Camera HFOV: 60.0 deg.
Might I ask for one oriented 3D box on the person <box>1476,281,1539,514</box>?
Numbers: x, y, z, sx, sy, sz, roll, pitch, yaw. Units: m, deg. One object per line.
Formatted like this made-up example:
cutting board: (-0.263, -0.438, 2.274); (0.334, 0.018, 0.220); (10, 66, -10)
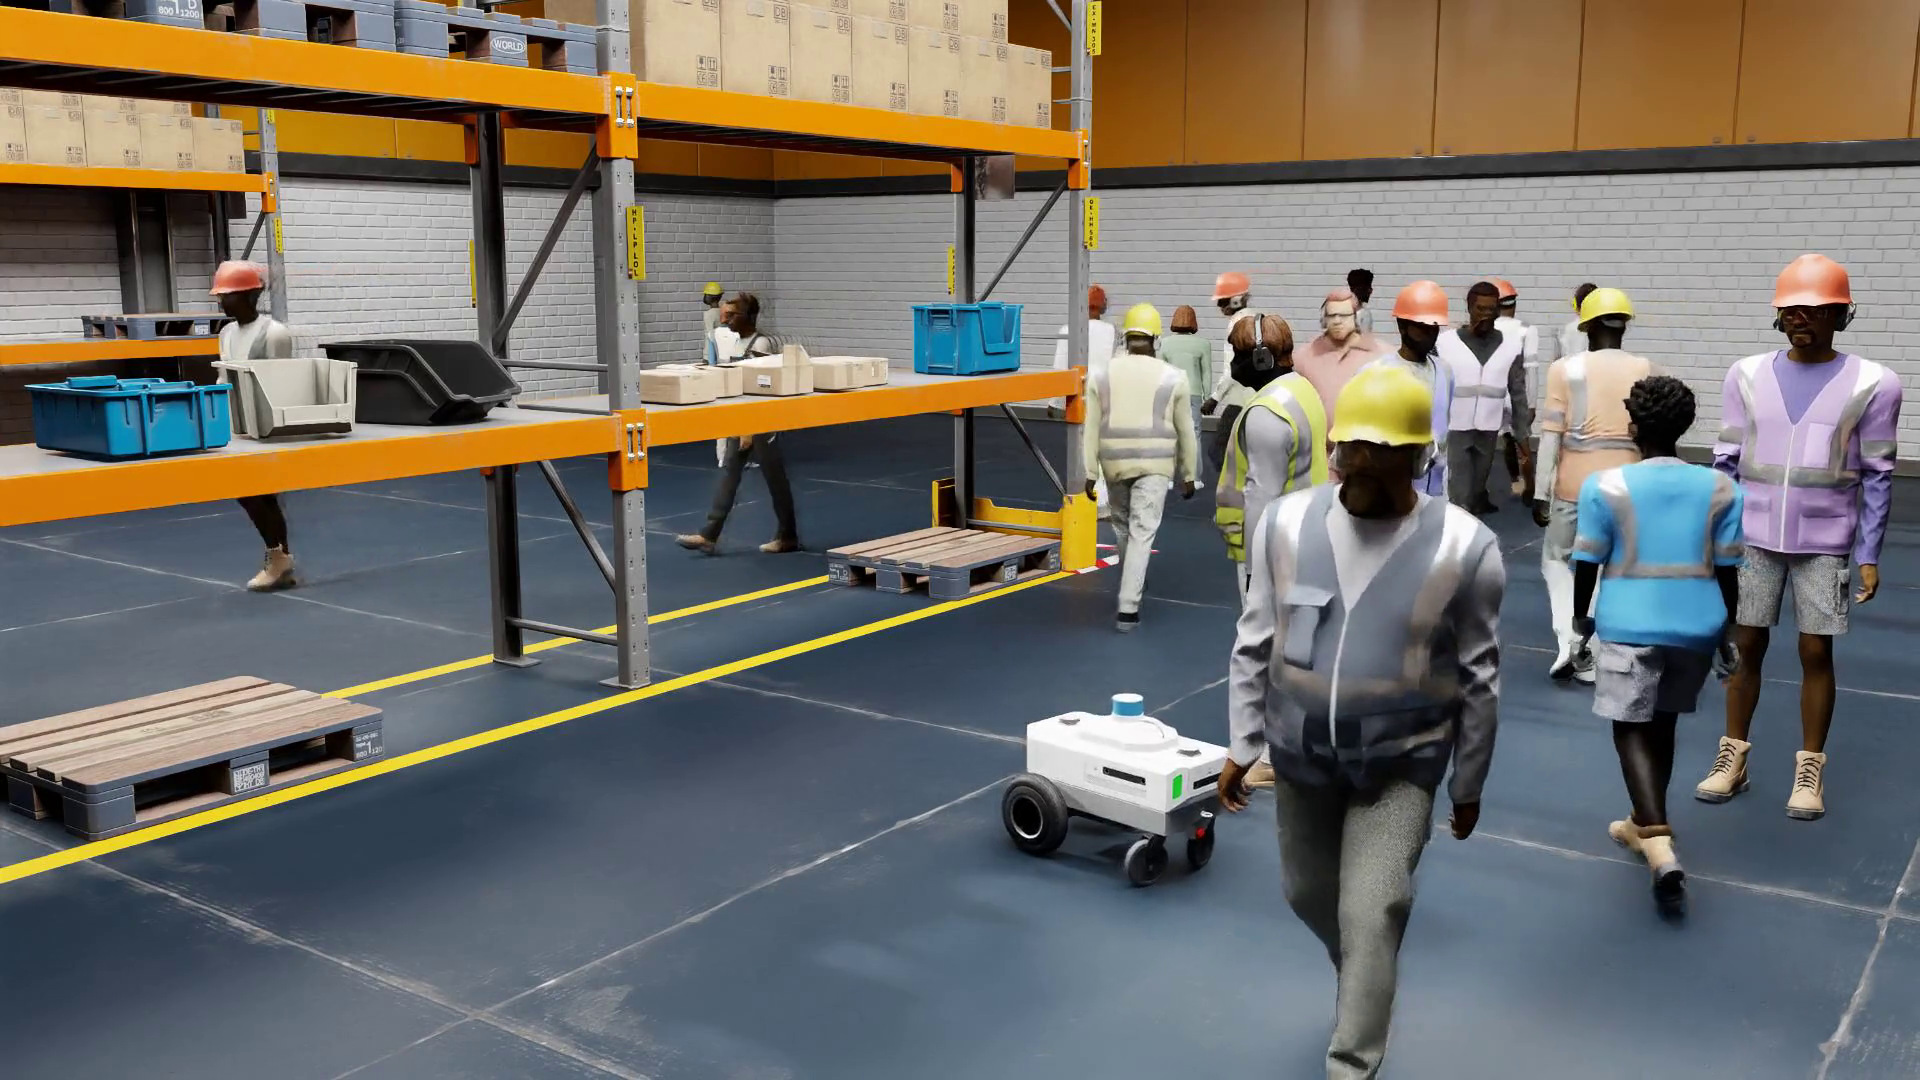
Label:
person: (4.397, -1.151, 13.463); (0.556, 1.869, 0.933); (5, 11, 29)

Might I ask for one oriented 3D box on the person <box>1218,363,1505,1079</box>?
person: (0.966, 0.473, 3.945); (0.600, 1.807, 0.828); (6, 11, 30)

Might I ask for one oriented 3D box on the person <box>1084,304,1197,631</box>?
person: (1.024, -0.422, 9.327); (0.610, 1.776, 0.948); (3, 10, 19)

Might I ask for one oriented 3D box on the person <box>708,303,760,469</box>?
person: (-2.206, -1.502, 16.170); (0.514, 1.642, 0.310); (4, 10, 20)

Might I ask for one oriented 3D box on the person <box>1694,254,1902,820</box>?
person: (3.037, -0.006, 6.065); (0.605, 2.045, 0.378); (8, 12, 39)

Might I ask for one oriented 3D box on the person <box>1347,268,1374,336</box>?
person: (3.733, -1.600, 15.828); (0.379, 1.958, 0.607); (-3, 10, -16)

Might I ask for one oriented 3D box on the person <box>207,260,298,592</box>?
person: (-4.318, -0.676, 10.110); (0.616, 2.019, 0.540); (7, 12, 37)

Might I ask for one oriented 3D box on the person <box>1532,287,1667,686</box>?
person: (3.028, -0.248, 7.938); (0.617, 1.895, 0.469); (0, 10, -1)

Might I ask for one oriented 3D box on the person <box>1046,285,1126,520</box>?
person: (1.028, -1.086, 13.138); (0.576, 1.840, 0.970); (-4, 10, -24)

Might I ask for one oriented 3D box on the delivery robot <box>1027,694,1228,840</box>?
delivery robot: (0.566, 0.764, 5.625); (0.707, 0.478, 0.477); (9, 13, 44)

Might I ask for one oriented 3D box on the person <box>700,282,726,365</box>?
person: (-3.000, -2.258, 20.303); (0.311, 1.769, 0.533); (3, 10, 17)

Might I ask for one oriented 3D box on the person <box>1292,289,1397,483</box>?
person: (2.182, -0.479, 9.436); (0.666, 1.892, 0.756); (2, 10, 14)

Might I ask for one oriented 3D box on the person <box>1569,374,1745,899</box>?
person: (2.258, 0.306, 5.342); (0.545, 1.661, 0.782); (0, 10, 2)

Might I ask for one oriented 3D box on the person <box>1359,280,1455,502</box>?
person: (2.056, -0.210, 7.605); (0.551, 1.932, 0.376); (-5, 11, -29)

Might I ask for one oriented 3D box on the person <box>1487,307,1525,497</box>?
person: (4.660, -1.189, 14.192); (0.716, 1.671, 0.547); (1, 10, 4)

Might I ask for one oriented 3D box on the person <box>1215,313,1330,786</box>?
person: (1.199, 0.044, 6.444); (0.430, 1.829, 0.625); (4, 10, 24)

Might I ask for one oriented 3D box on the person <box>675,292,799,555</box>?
person: (-1.498, -0.770, 11.310); (0.927, 1.800, 0.540); (-6, 11, -34)

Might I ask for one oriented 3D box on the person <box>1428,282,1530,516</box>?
person: (3.226, -0.642, 10.316); (0.601, 1.881, 0.871); (-1, 10, -6)

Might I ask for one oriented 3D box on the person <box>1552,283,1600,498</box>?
person: (4.948, -1.100, 13.185); (0.734, 1.839, 0.567); (-8, 12, -38)

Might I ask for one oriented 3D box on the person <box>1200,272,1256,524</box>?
person: (2.152, -1.031, 12.490); (0.632, 1.935, 0.650); (5, 11, 27)

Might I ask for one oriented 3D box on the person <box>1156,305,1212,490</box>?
person: (1.974, -1.257, 14.737); (0.506, 1.632, 0.268); (1, 10, 7)
